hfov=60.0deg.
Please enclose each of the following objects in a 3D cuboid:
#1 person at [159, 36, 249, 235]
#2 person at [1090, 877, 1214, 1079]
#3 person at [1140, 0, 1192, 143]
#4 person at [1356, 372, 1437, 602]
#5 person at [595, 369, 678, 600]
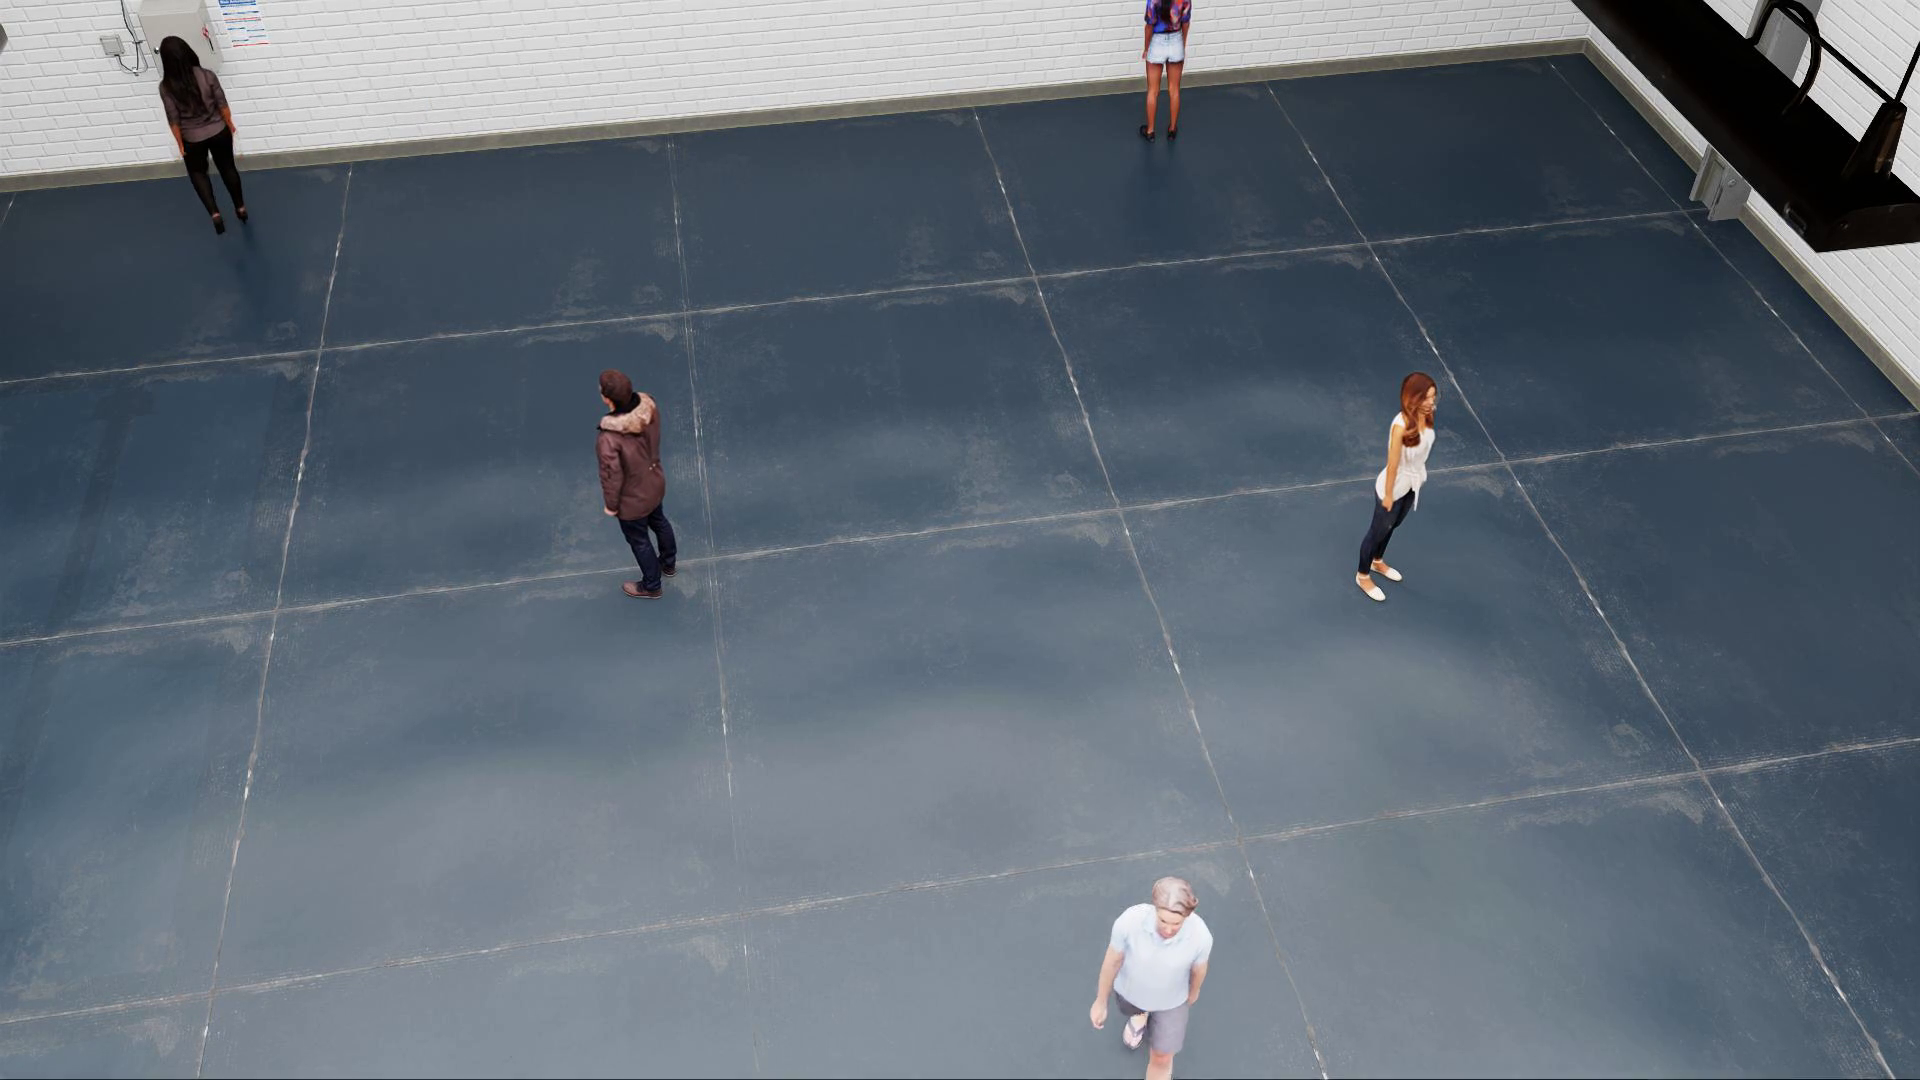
[{"bbox_3d":[-6.408,-3.405,14.181,0.770,1.832,0.805,-21,47,-21],"label":"person"},{"bbox_3d":[0.974,2.173,8.360,1.026,1.785,1.266,12,45,13],"label":"person"},{"bbox_3d":[1.904,-4.524,15.422,0.610,1.741,0.549,-2,44,-2],"label":"person"},{"bbox_3d":[2.899,-0.379,11.039,0.703,1.785,0.666,32,52,29],"label":"person"},{"bbox_3d":[-2.135,-0.366,10.980,0.929,1.848,0.825,17,46,17],"label":"person"}]
